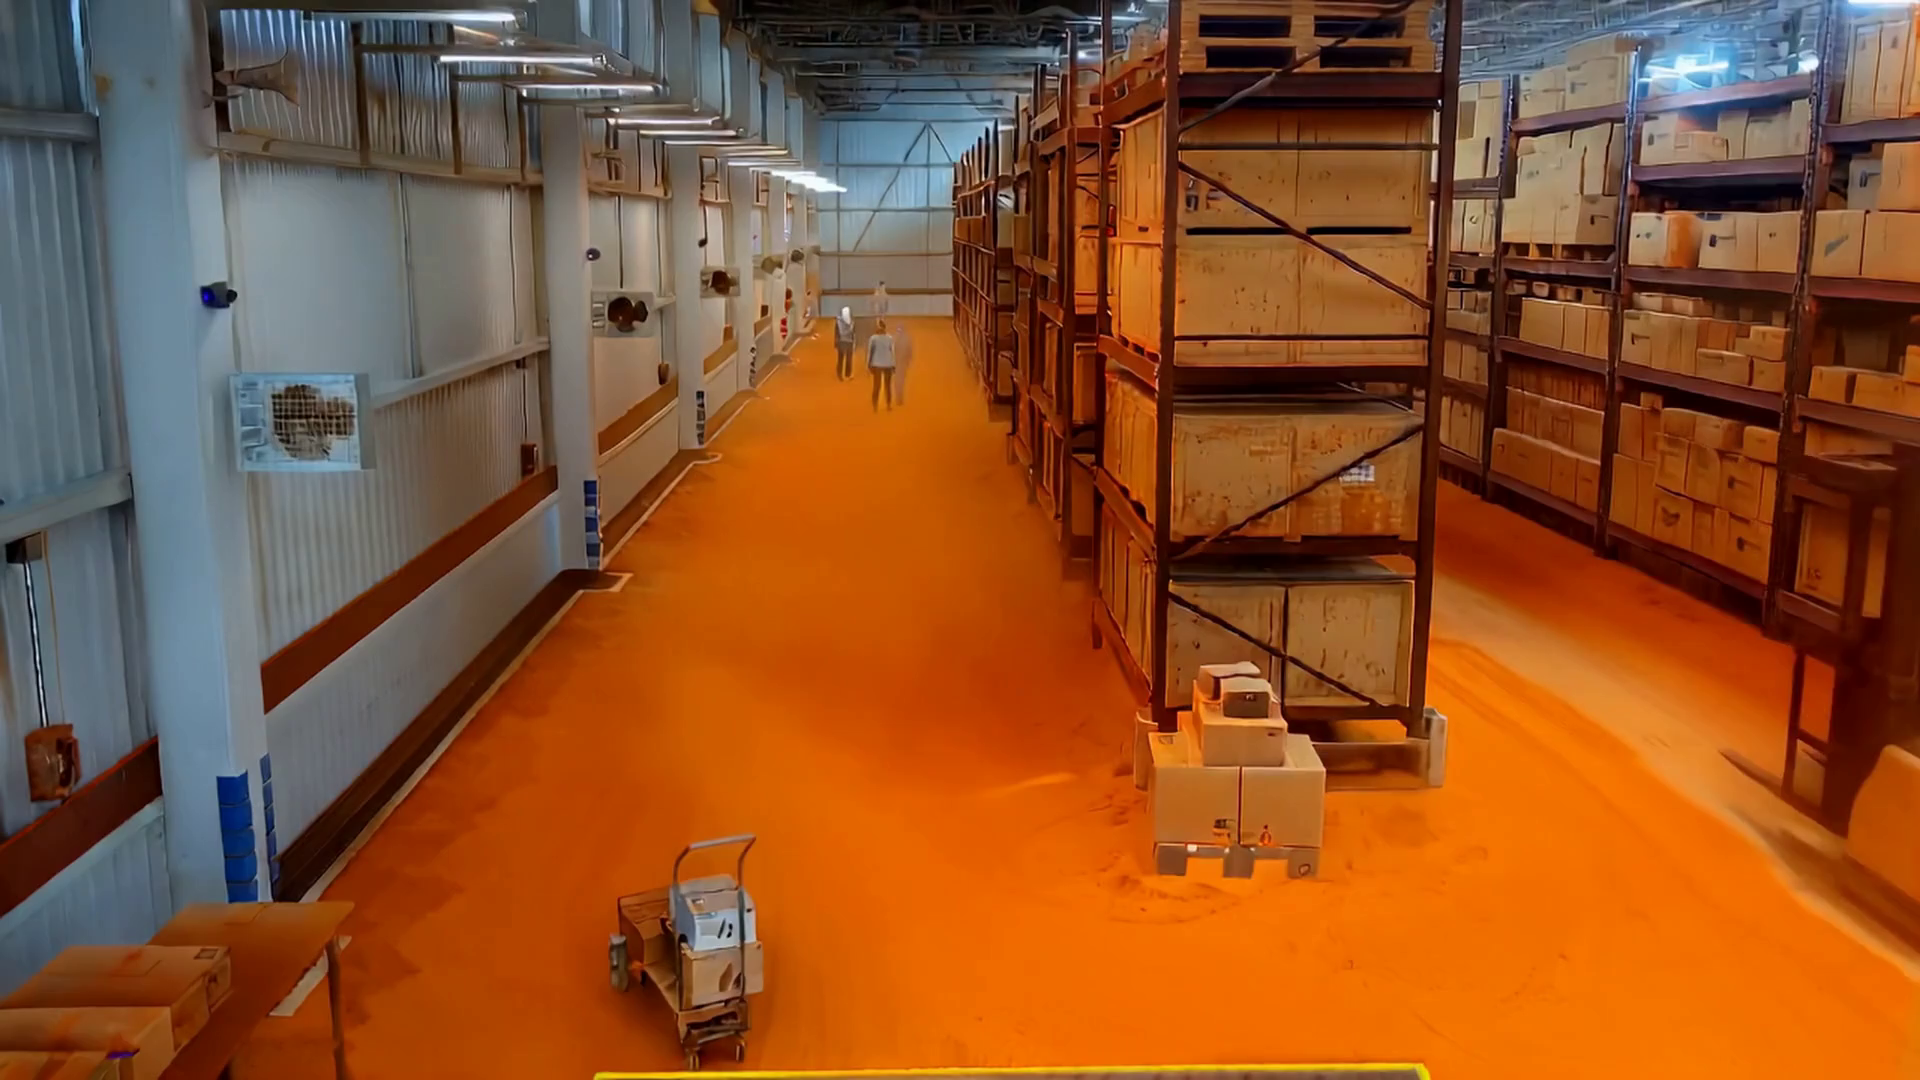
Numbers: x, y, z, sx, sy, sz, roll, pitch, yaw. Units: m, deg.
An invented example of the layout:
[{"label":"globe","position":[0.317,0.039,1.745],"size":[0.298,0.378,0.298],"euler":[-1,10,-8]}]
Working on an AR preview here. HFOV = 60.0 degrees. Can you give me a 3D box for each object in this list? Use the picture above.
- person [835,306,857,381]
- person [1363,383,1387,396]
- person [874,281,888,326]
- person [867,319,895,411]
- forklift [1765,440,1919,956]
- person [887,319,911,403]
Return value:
[{"label":"person","position":[-2.929,-5.014,42.473],"size":[0.586,1.913,0.397],"euler":[-8,13,-35]},{"label":"person","position":[7.721,-2.747,30.891],"size":[0.491,1.823,0.643],"euler":[-3,11,-16]},{"label":"person","position":[-3.052,-9.136,64.353],"size":[0.563,1.742,0.361],"euler":[-6,12,-29]},{"label":"person","position":[-1.682,-3.760,35.753],"size":[0.623,1.988,0.403],"euler":[-4,12,-21]},{"label":"forklift","position":[5.810,0.811,9.631],"size":[1.129,2.768,1.873],"euler":[0,11,-2]},{"label":"person","position":[-1.418,-4.040,37.470],"size":[0.635,1.881,0.614],"euler":[-3,11,-15]}]
